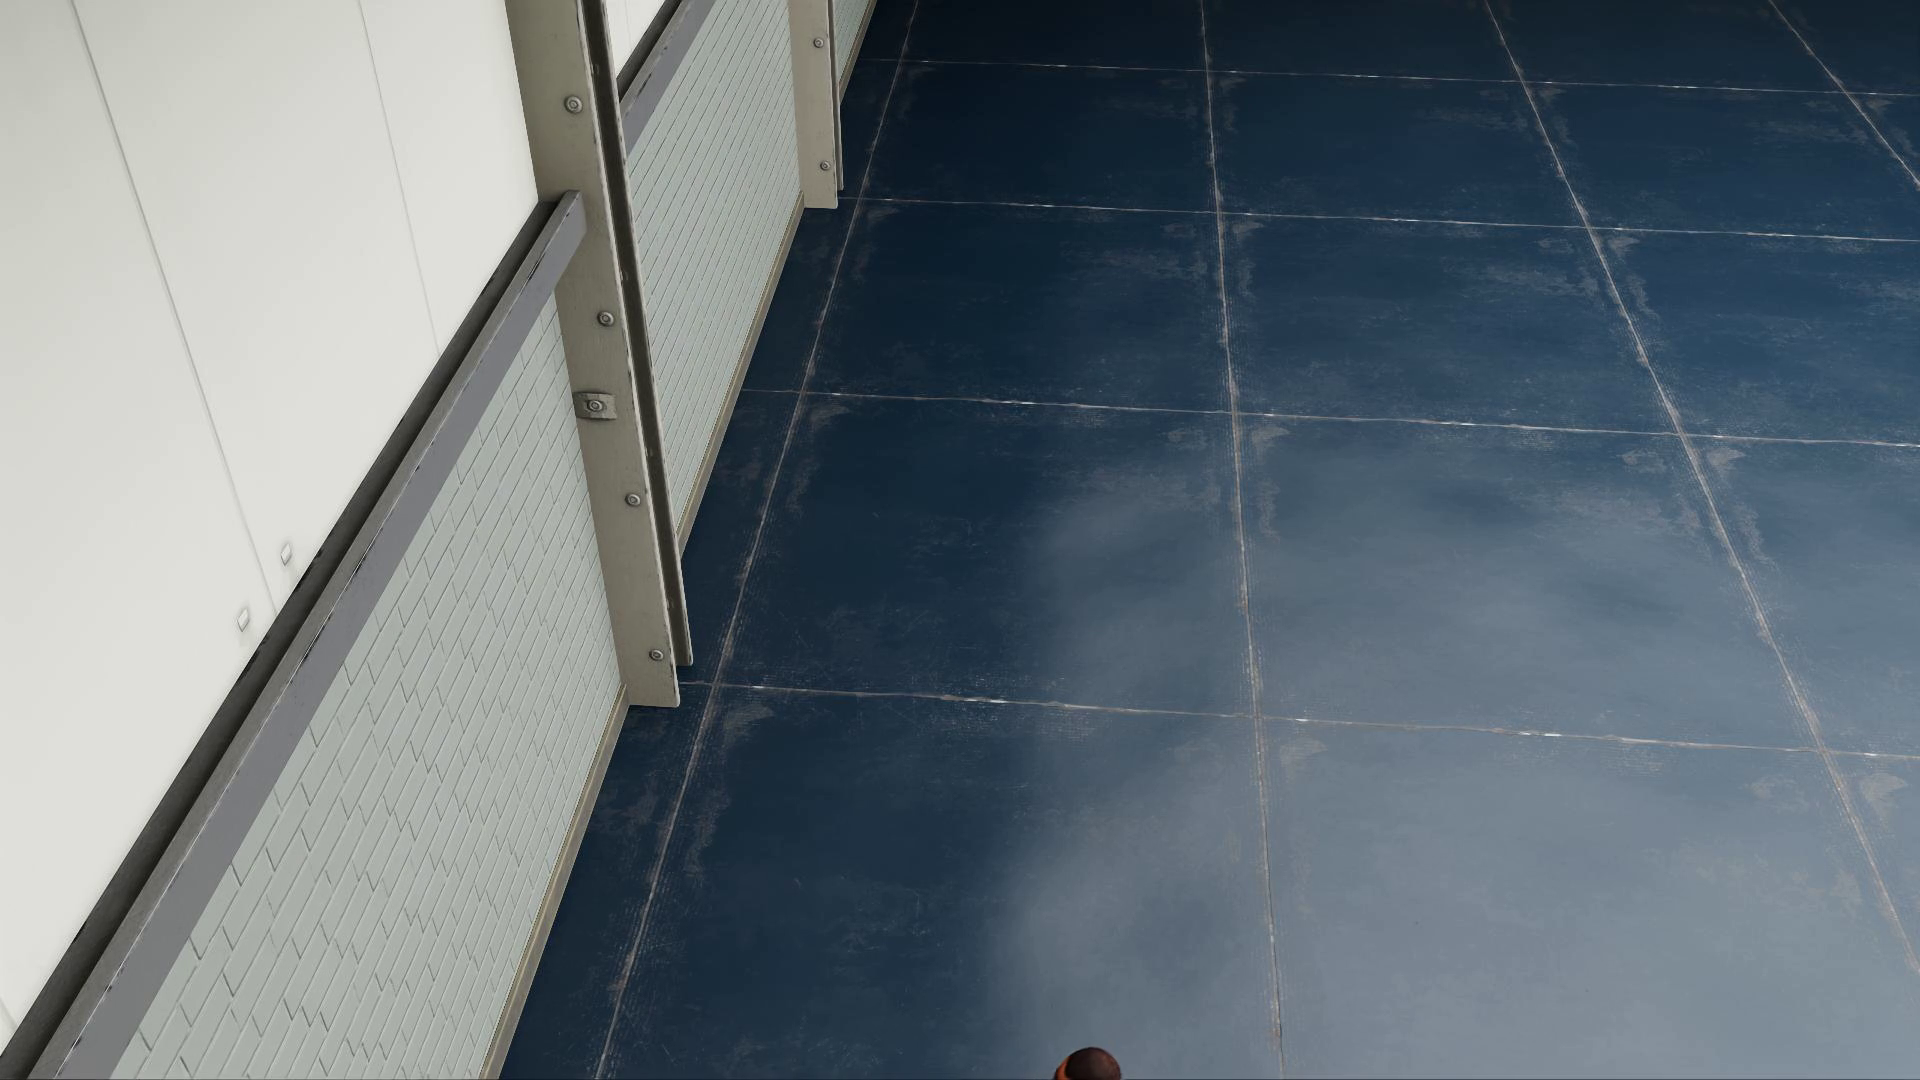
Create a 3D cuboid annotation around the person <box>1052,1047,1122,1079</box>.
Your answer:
[{"bbox_3d":[0.442,2.343,5.773,0.848,1.905,0.722,-15,40,-18],"label":"person"}]
